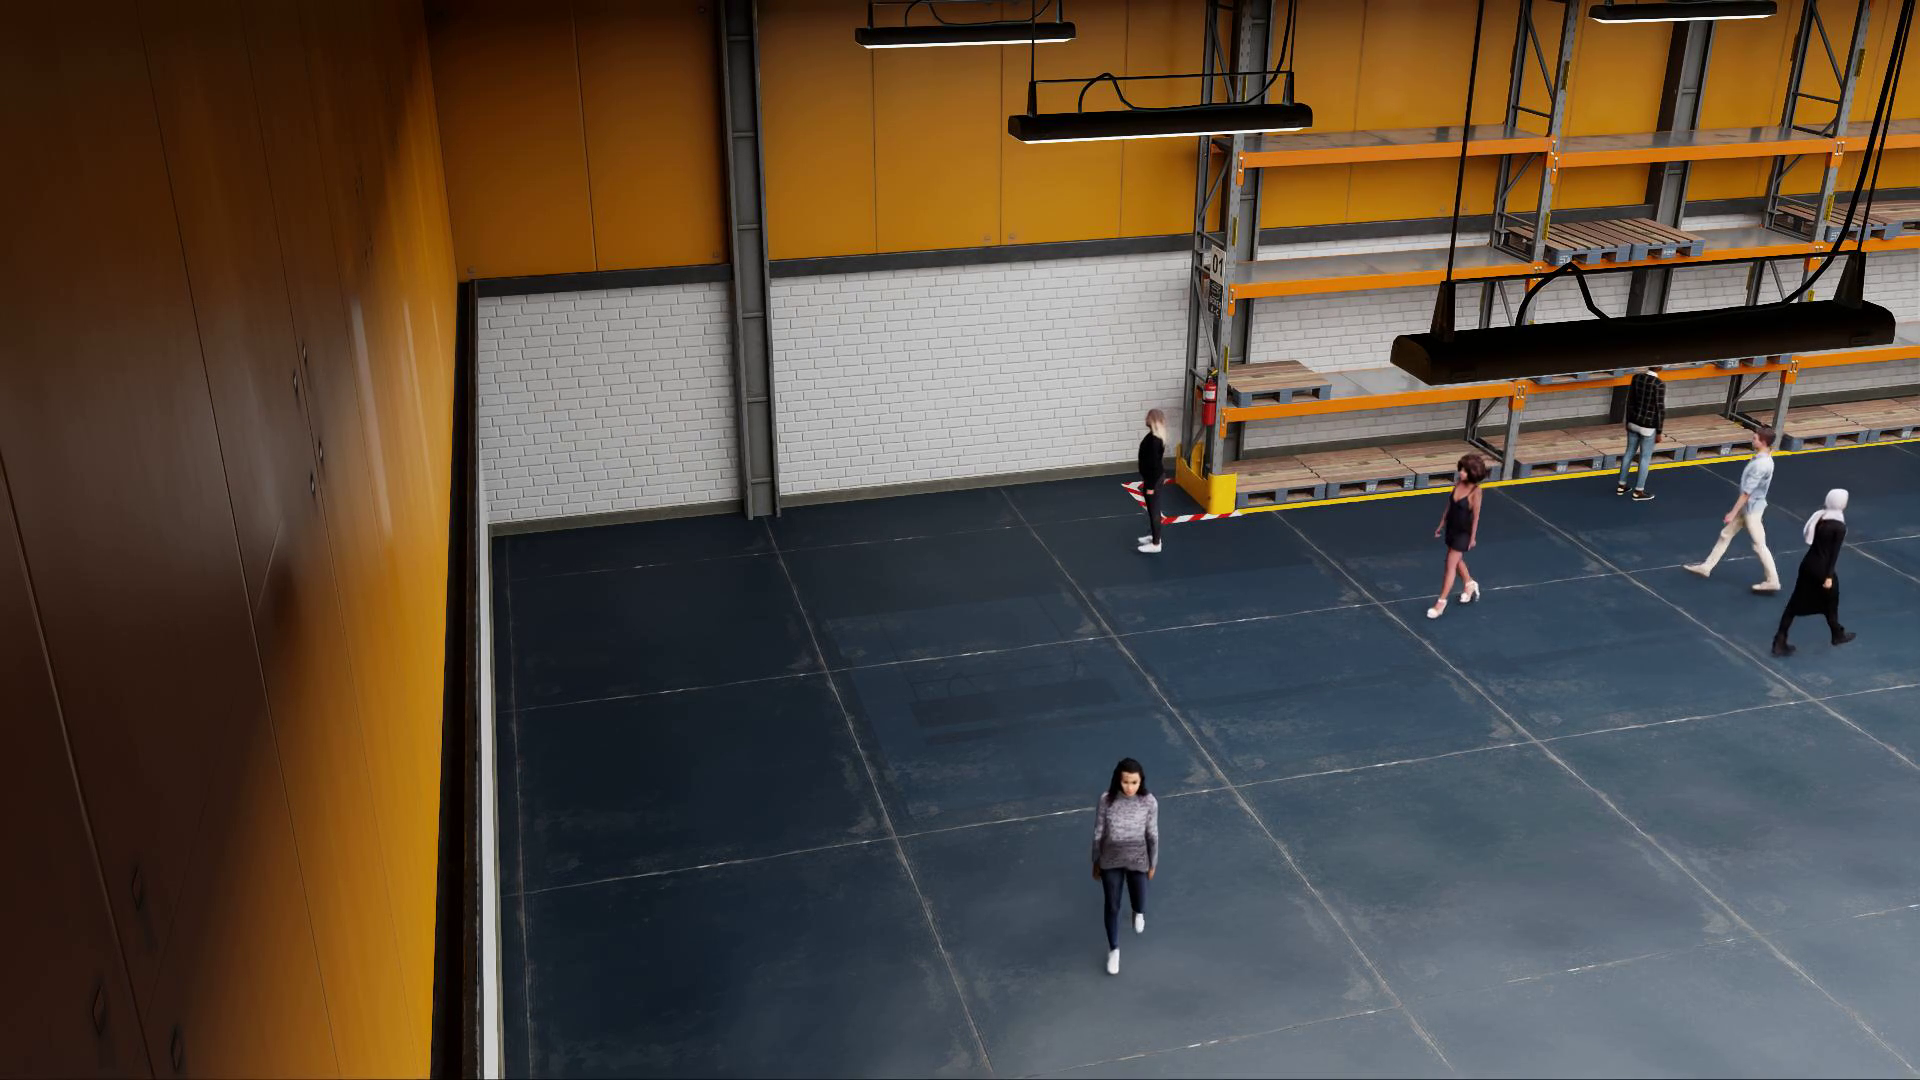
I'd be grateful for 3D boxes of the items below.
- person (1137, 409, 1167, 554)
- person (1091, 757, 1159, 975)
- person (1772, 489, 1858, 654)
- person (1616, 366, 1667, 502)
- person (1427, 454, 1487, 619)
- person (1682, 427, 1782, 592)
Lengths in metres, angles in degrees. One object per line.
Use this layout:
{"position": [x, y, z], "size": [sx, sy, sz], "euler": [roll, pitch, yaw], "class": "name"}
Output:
{"position": [2.197, -0.675, 18.798], "size": [0.674, 1.685, 0.690], "euler": [4, 24, 9], "class": "person"}
{"position": [1.189, 2.273, 12.013], "size": [0.878, 1.718, 0.873], "euler": [4, 24, 8], "class": "person"}
{"position": [8.364, 0.353, 16.384], "size": [1.115, 1.735, 0.632], "euler": [-5, 24, -12], "class": "person"}
{"position": [8.316, -1.393, 20.270], "size": [0.654, 1.820, 0.720], "euler": [-13, 27, -27], "class": "person"}
{"position": [5.246, -0.069, 17.317], "size": [0.974, 1.761, 0.605], "euler": [-8, 25, -19], "class": "person"}
{"position": [8.533, -0.279, 17.748], "size": [1.279, 1.799, 1.145], "euler": [10, 26, 23], "class": "person"}
